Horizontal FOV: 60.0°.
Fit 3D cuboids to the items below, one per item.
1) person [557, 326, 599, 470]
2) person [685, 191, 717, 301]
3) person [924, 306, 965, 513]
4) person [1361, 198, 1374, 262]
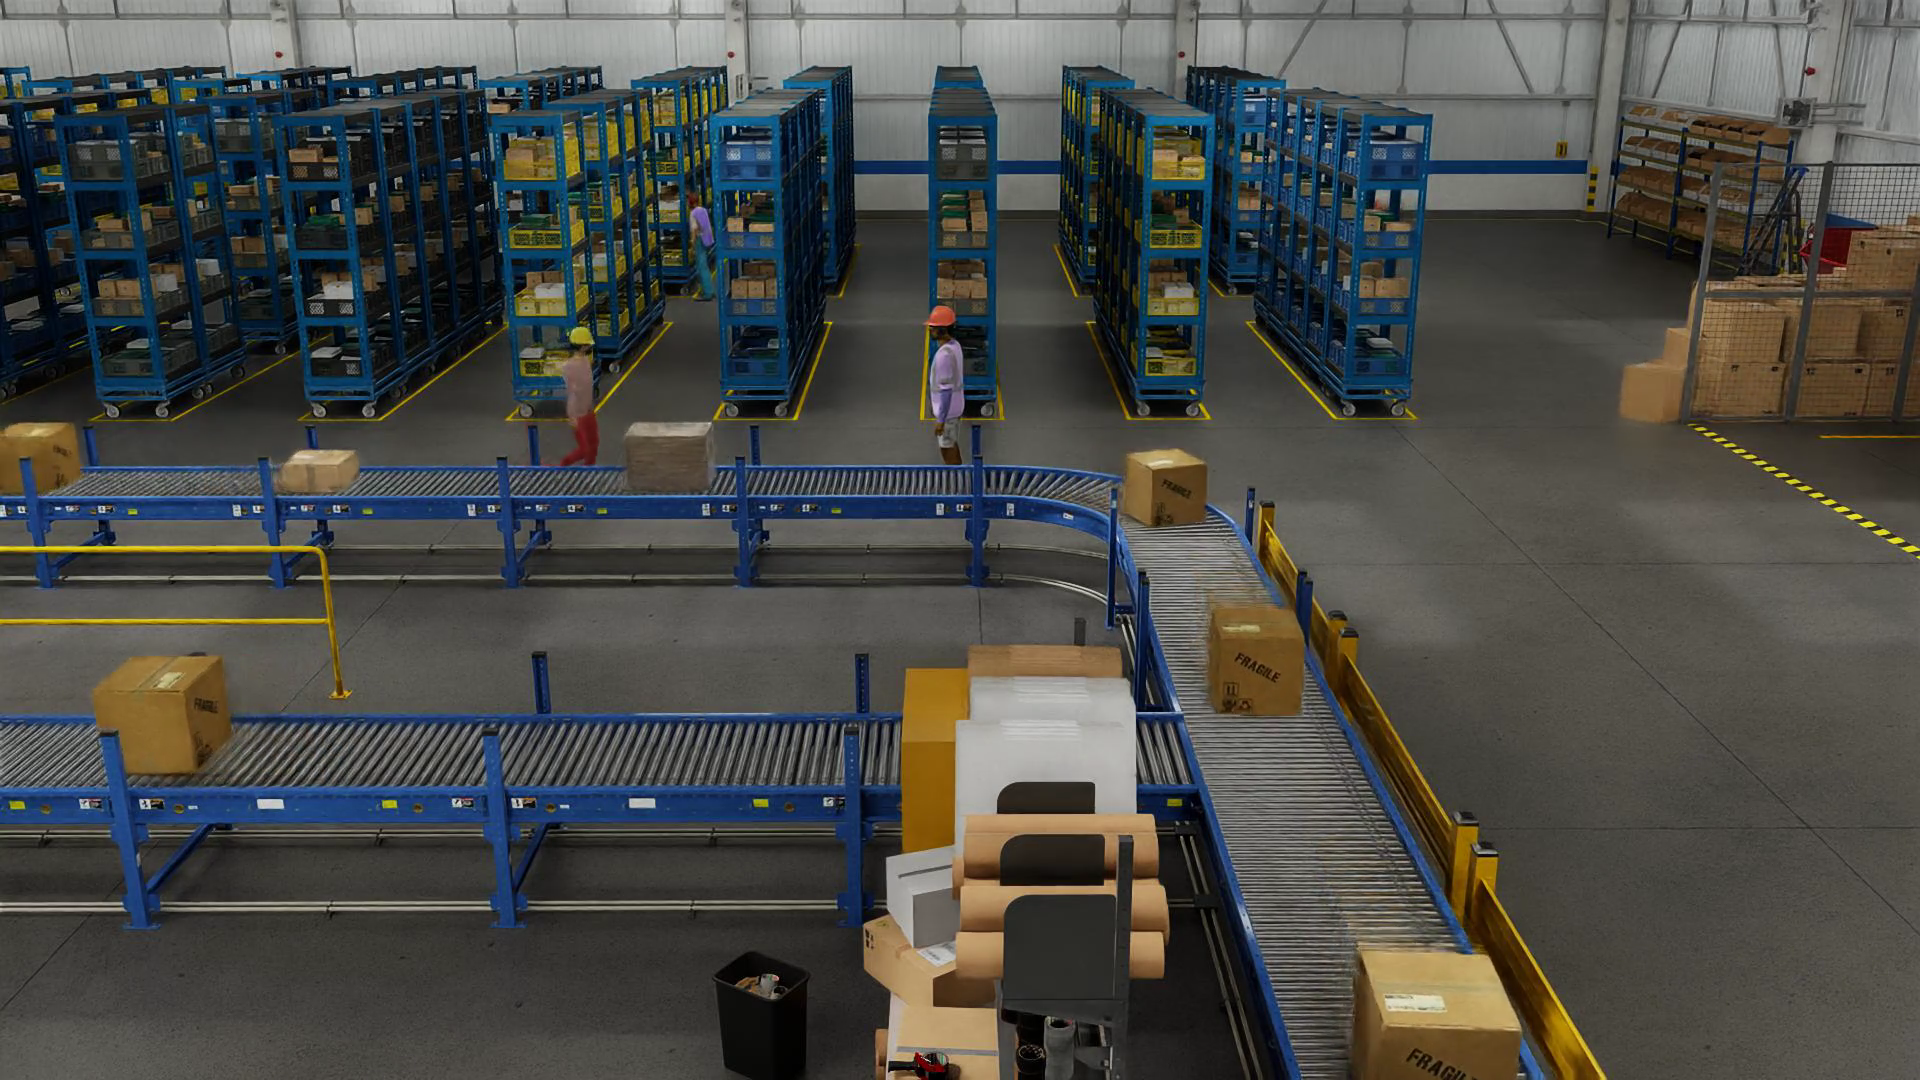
[{"bbox_3d":[-3.857,-1.288,16.763,0.485,1.748,0.543,4,18,11],"label":"person"},{"bbox_3d":[-4.339,-4.906,27.808,0.445,1.822,0.604,4,18,11],"label":"person"},{"bbox_3d":[-0.153,-1.271,16.252,0.389,2.045,0.606,3,18,10],"label":"person"},{"bbox_3d":[6.334,-4.335,25.815,0.871,1.970,0.617,8,20,23],"label":"person"}]
